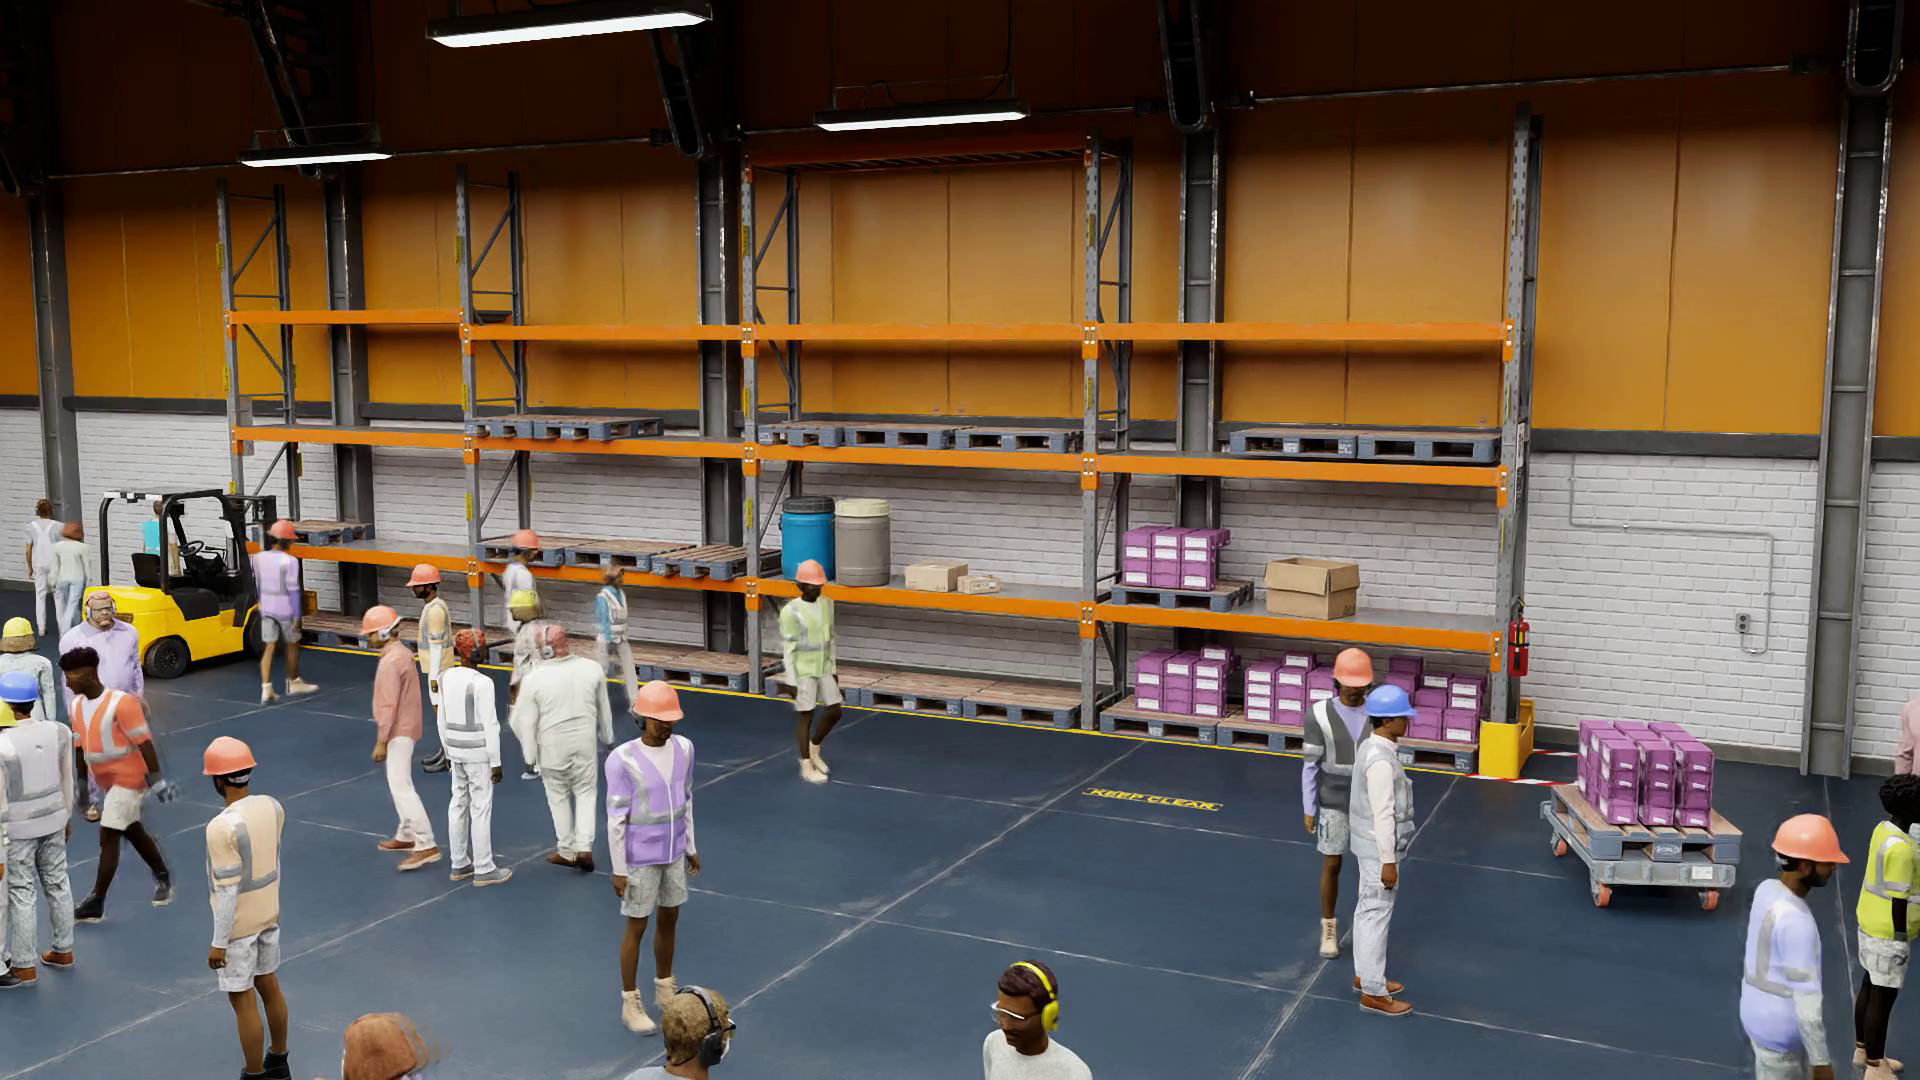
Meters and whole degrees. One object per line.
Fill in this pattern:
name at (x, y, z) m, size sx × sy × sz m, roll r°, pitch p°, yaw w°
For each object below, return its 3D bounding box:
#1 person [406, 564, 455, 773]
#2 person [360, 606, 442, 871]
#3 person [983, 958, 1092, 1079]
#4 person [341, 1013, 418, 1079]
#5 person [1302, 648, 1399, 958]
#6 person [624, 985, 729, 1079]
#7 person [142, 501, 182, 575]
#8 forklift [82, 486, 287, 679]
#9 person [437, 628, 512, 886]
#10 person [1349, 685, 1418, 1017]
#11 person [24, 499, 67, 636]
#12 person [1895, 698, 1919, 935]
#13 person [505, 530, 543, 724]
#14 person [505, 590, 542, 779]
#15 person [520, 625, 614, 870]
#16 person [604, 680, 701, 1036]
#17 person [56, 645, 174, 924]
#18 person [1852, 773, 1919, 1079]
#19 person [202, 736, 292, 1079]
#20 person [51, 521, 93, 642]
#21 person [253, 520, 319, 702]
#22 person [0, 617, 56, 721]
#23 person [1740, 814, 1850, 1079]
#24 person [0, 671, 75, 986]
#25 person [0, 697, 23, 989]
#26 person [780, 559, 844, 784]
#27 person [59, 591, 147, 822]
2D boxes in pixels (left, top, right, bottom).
person at (-4.869, 1.174, 15.338) m, size 0.399 × 1.928 × 0.542 m, roll -3°, pitch 7°, yaw -21°
person at (-4.227, 1.487, 12.613) m, size 0.600 × 1.964 × 0.848 m, roll -1°, pitch 7°, yaw -10°
person at (0.241, 2.359, 5.810) m, size 0.331 × 1.863 × 0.508 m, roll -6°, pitch 9°, yaw -42°
person at (-2.071, 2.471, 6.000) m, size 0.883 × 1.579 × 0.513 m, roll -2°, pitch 7°, yaw -14°
person at (2.505, 1.689, 10.677) m, size 0.612 × 2.030 × 0.410 m, roll 0°, pitch 7°, yaw 2°
person at (-0.870, 2.379, 5.356) m, size 0.357 × 1.932 × 0.629 m, roll -7°, pitch 10°, yaw -44°
person at (-10.722, 0.363, 22.347) m, size 0.564 × 1.847 × 0.397 m, roll 3°, pitch 7°, yaw 21°
forklift at (-9.426, 0.454, 20.179) m, size 1.214 × 2.155 × 2.313 m, roll 3°, pitch 8°, yaw 26°
person at (-3.562, 1.578, 12.159) m, size 0.586 × 1.882 × 0.342 m, roll 5°, pitch 8°, yaw 35°
person at (2.503, 1.821, 9.881) m, size 0.380 × 1.950 × 0.605 m, roll 1°, pitch 7°, yaw 8°
person at (-12.238, 0.367, 22.331) m, size 0.515 × 1.843 × 0.333 m, roll -2°, pitch 7°, yaw -18°
person at (6.389, 1.719, 10.827) m, size 0.366 × 1.932 × 0.633 m, roll -3°, pitch 8°, yaw -24°
person at (-4.434, 0.900, 17.181) m, size 0.565 × 2.023 × 0.652 m, roll -3°, pitch 8°, yaw -25°
person at (-3.893, 1.309, 15.043) m, size 0.451 × 1.731 × 0.491 m, roll -2°, pitch 7°, yaw -19°
person at (-2.915, 1.551, 12.401) m, size 0.737 × 1.878 × 0.578 m, roll -4°, pitch 8°, yaw -32°
person at (-1.741, 1.810, 9.603) m, size 0.396 × 2.038 × 0.614 m, roll 6°, pitch 9°, yaw 40°
person at (-5.829, 1.659, 11.477) m, size 0.636 × 1.900 × 0.848 m, roll 5°, pitch 8°, yaw 35°
person at (4.962, 2.069, 8.864) m, size 0.322 × 1.696 × 0.536 m, roll 3°, pitch 7°, yaw 20°
person at (-3.750, 1.976, 8.668) m, size 0.368 × 1.931 × 0.552 m, roll 1°, pitch 7°, yaw 8°
person at (-11.707, 0.543, 21.959) m, size 0.508 × 1.578 × 0.870 m, roll 0°, pitch 7°, yaw 3°
person at (-7.485, 0.780, 18.294) m, size 0.679 × 2.004 × 0.769 m, roll 2°, pitch 7°, yaw 17°
person at (-7.588, 1.492, 13.466) m, size 0.493 × 1.738 × 0.321 m, roll -3°, pitch 8°, yaw -26°
person at (3.684, 2.148, 7.317) m, size 0.500 × 1.923 × 0.552 m, roll 2°, pitch 7°, yaw 20°
person at (-5.767, 1.770, 10.298) m, size 0.378 × 1.951 × 0.607 m, roll 3°, pitch 7°, yaw 23°
person at (-5.927, 1.848, 10.204) m, size 0.403 × 1.818 × 0.606 m, roll -4°, pitch 8°, yaw -31°
person at (-1.312, 1.178, 14.869) m, size 0.420 × 2.029 × 0.651 m, roll 6°, pitch 9°, yaw 42°
person at (-7.096, 1.365, 13.836) m, size 0.407 × 1.904 × 0.654 m, roll 6°, pitch 9°, yaw 39°
